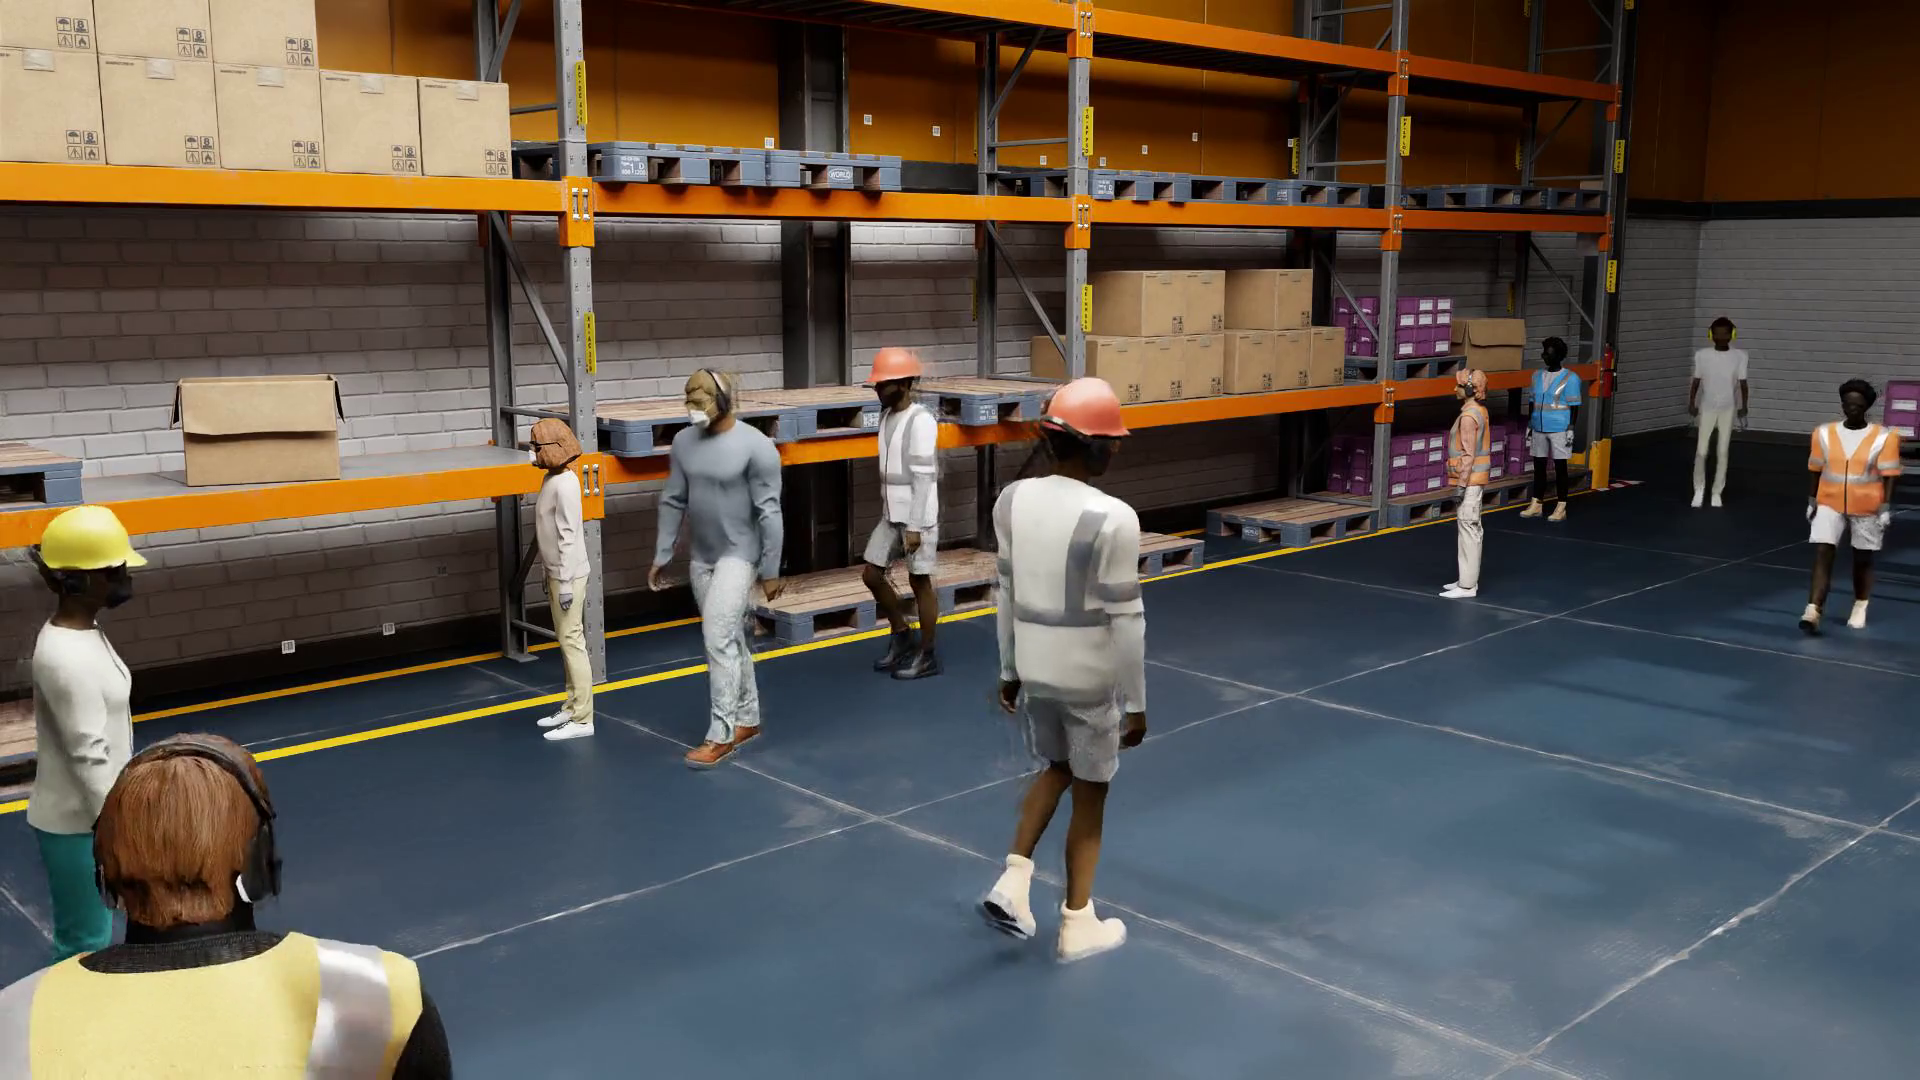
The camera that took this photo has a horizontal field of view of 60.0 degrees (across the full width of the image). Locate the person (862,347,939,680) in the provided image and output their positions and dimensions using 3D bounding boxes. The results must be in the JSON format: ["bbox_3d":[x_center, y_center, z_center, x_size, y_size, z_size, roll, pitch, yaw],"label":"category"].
[{"bbox_3d":[-0.320,-0.136,9.504,0.464,1.920,0.563,-7,12,-35],"label":"person"}]

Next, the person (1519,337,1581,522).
[{"bbox_3d":[5.436,-1.018,15.304,0.317,1.695,0.540,-6,12,-33],"label":"person"}]

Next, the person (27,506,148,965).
[{"bbox_3d":[-2.356,0.768,4.696,0.598,1.746,0.543,-4,10,-22],"label":"person"}]

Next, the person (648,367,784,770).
[{"bbox_3d":[-1.215,0.133,7.990,0.620,1.901,0.801,8,12,38],"label":"person"}]

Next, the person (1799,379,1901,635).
[{"bbox_3d":[5.693,-0.204,10.667,0.553,1.641,0.902,8,12,38],"label":"person"}]

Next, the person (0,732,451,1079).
[{"bbox_3d":[-0.969,1.158,2.201,0.635,1.819,0.733,-2,10,-11],"label":"person"}]

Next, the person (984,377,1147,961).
[{"bbox_3d":[0.367,0.460,5.685,0.484,2.026,0.641,-9,13,-43],"label":"person"}]

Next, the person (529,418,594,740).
[{"bbox_3d":[-2.017,0.194,8.422,0.277,1.629,0.496,-4,10,-21],"label":"person"}]

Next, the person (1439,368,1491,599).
[{"bbox_3d":[3.617,-0.400,11.853,0.309,1.641,0.514,4,11,23],"label":"person"}]

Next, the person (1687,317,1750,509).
[{"bbox_3d":[7.308,-1.214,16.017,0.526,1.842,0.682,4,10,22],"label":"person"}]
